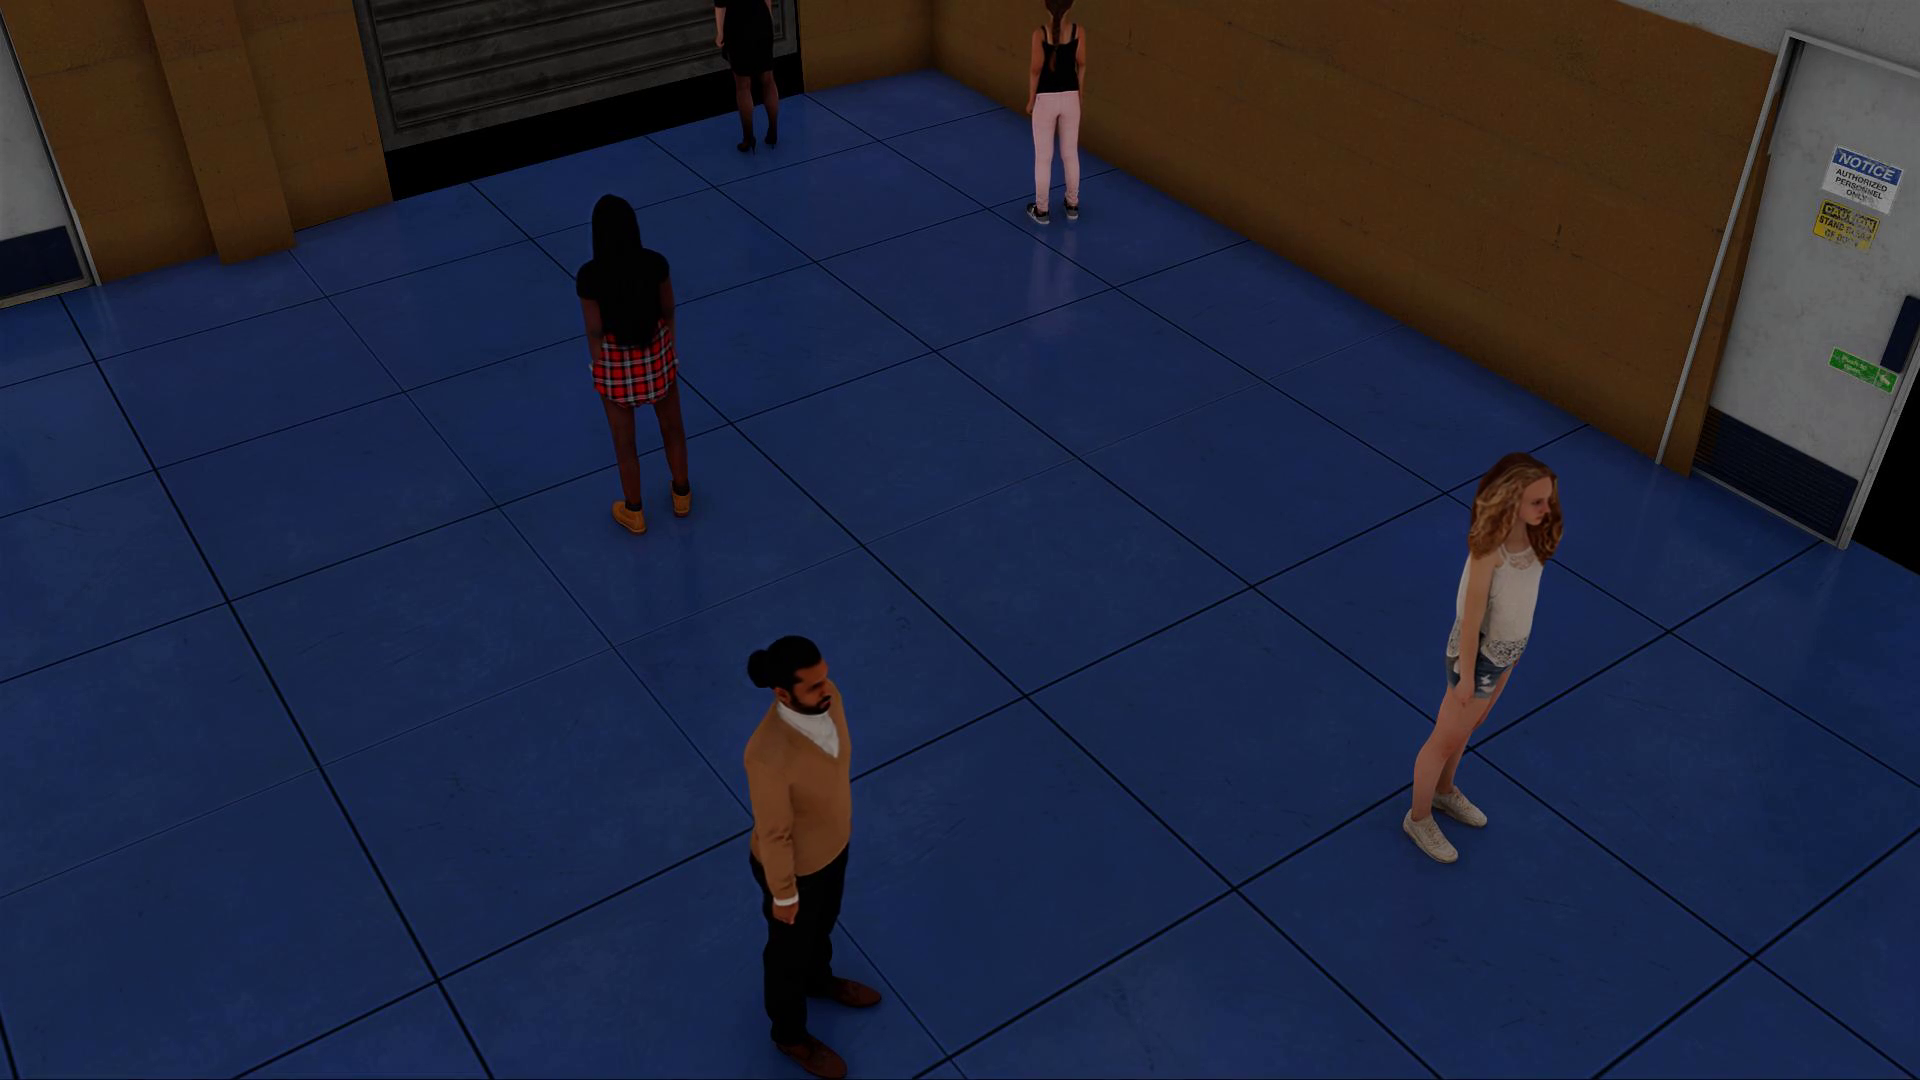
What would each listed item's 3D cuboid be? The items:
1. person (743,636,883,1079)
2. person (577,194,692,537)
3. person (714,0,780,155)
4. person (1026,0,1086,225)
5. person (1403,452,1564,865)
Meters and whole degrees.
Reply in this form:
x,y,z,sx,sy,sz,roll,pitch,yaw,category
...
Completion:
x,y,z,sx,sy,sz,roll,pitch,yaw,category
-0.499,0.997,5.358,0.813,1.754,0.718,12,39,16,person
-1.519,-0.813,7.790,0.539,1.729,0.670,-20,41,-25,person
-1.448,-3.469,11.334,0.465,1.706,0.665,-19,41,-23,person
0.611,-2.768,10.532,0.554,1.564,0.663,-8,38,-11,person
1.900,0.425,6.116,0.672,1.759,0.527,29,45,33,person
